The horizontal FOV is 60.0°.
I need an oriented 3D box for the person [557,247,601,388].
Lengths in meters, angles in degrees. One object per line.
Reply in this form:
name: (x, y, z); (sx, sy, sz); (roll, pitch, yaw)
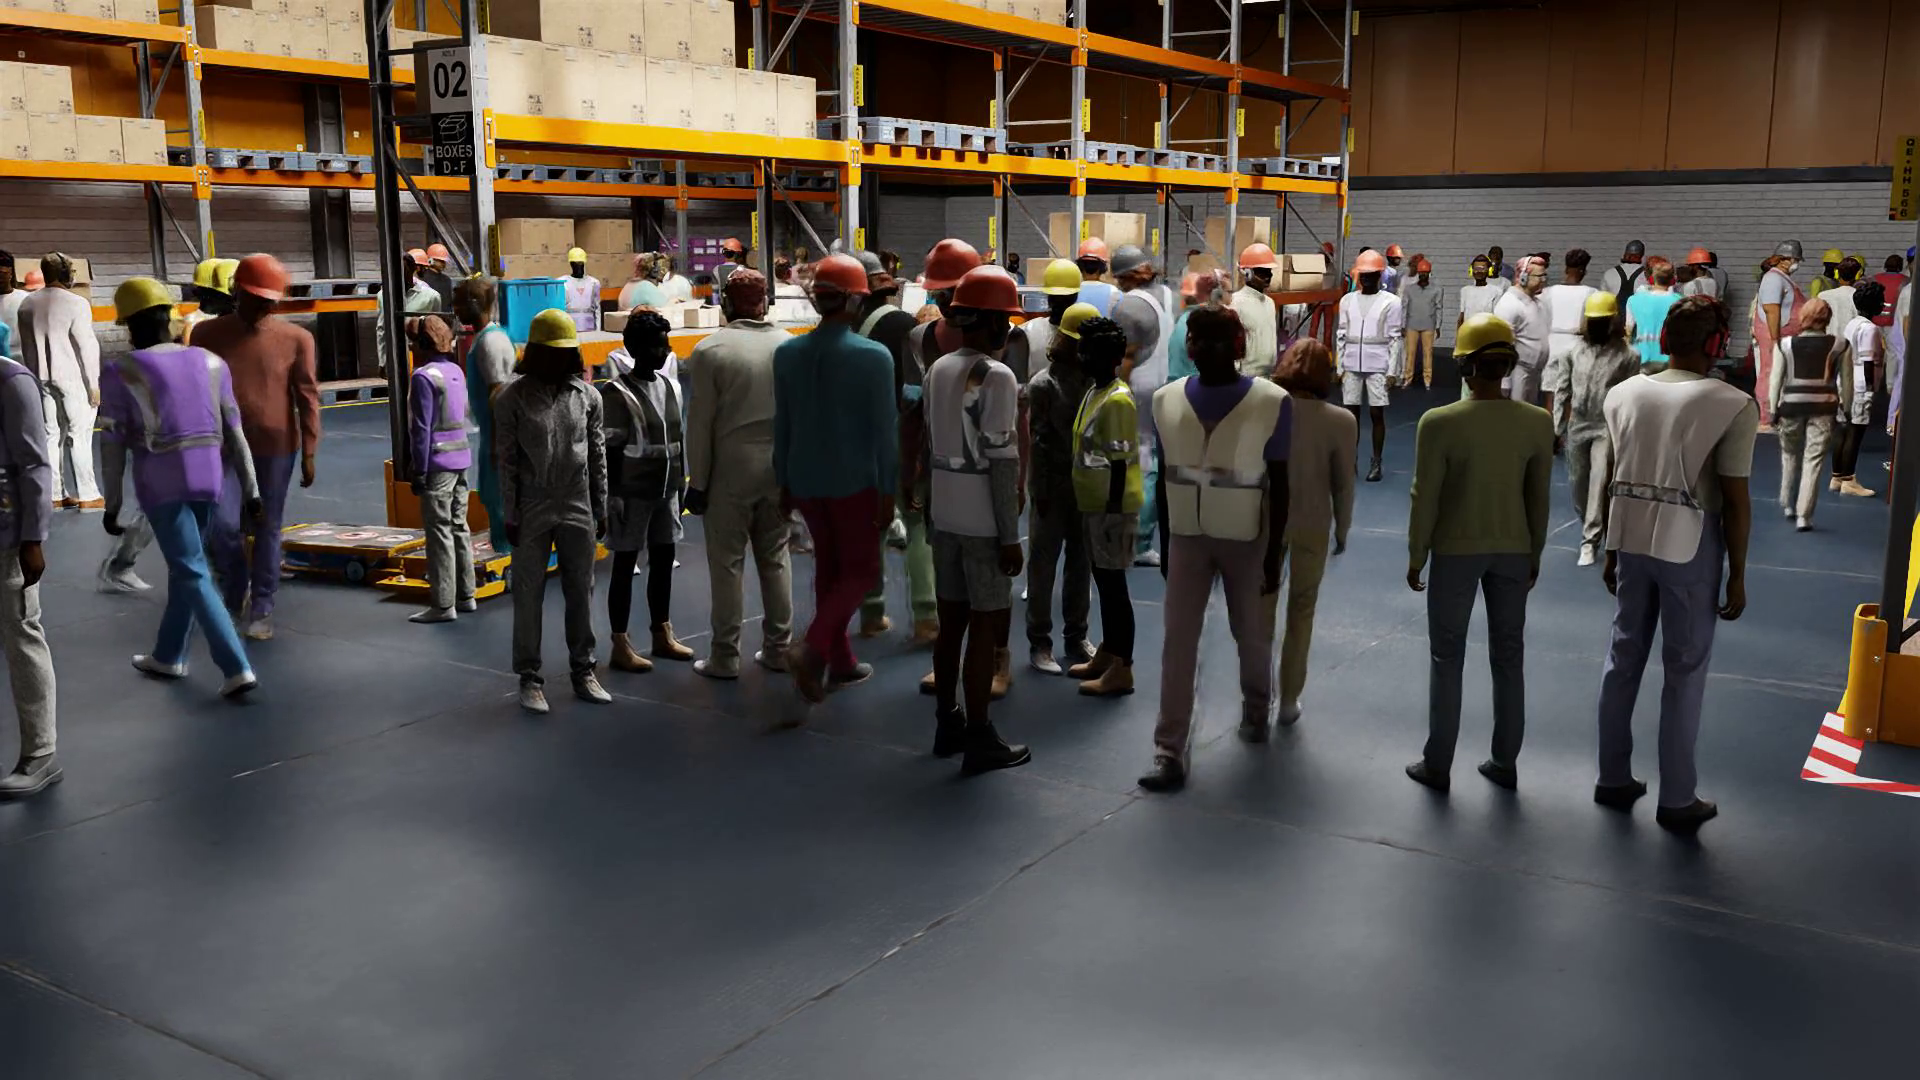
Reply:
person: (-4.635, -2.581, 20.241); (0.587, 1.930, 0.361); (-6, 12, -31)

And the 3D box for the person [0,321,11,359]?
person: (-7.702, -1.179, 12.997); (0.348, 1.740, 0.575); (6, 12, 31)

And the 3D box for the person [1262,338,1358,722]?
person: (1.417, -0.048, 7.074); (0.503, 1.612, 0.493); (4, 11, 20)

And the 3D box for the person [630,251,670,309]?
person: (-2.713, -1.564, 14.622); (0.376, 1.929, 0.625); (-4, 11, -23)

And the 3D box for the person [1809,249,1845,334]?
person: (10.775, -2.660, 20.721); (0.584, 1.918, 0.409); (-8, 13, -38)

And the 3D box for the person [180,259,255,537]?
person: (-4.755, -0.837, 10.657); (0.809, 1.897, 0.639); (0, 10, 2)

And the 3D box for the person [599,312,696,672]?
person: (-1.486, -0.229, 7.872); (0.320, 1.694, 0.533); (7, 12, 34)

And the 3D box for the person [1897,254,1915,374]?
person: (13.393, -3.139, 23.365); (0.374, 1.916, 0.596); (0, 10, -3)

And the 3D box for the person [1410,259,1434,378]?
person: (6.797, -3.330, 24.798); (0.549, 1.797, 0.985); (2, 11, 13)

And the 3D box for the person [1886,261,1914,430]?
person: (10.084, -2.066, 17.664); (0.350, 1.835, 0.519); (7, 12, 33)

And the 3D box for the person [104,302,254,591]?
person: (-4.642, -0.559, 9.733); (0.829, 1.700, 0.490); (-6, 12, -28)

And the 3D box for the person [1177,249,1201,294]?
person: (3.964, -4.070, 28.640); (0.594, 1.866, 0.648); (10, 14, 44)

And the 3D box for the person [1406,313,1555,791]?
person: (1.901, 0.051, 6.133); (0.525, 1.760, 0.341); (-1, 10, -5)

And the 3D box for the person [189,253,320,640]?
person: (-3.572, -0.460, 8.406); (0.648, 1.958, 0.430); (-3, 11, -14)

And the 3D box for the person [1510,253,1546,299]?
person: (8.484, -3.372, 24.909); (0.526, 1.828, 0.469); (5, 11, 26)

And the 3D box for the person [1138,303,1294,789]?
person: (0.999, -0.003, 6.378); (0.572, 1.806, 0.967); (5, 11, 26)

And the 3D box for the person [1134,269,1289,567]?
person: (1.502, -0.735, 10.256); (1.036, 1.842, 0.660); (-2, 10, -11)

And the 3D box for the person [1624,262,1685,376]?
person: (6.341, -1.615, 15.170); (0.585, 1.827, 0.474); (3, 11, 16)

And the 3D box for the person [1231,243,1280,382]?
person: (2.131, -1.153, 12.145); (0.375, 1.995, 0.611); (8, 13, 36)

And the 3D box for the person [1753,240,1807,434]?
person: (8.635, -2.138, 17.476); (0.535, 2.000, 0.674); (5, 12, 27)

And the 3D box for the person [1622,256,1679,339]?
person: (7.671, -2.246, 18.618); (0.593, 1.837, 0.958); (-5, 11, -26)

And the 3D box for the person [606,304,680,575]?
person: (-1.927, -0.615, 10.161); (0.315, 1.636, 0.514); (10, 14, 43)

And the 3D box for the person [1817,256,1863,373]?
person: (8.387, -1.754, 15.824); (0.513, 1.872, 0.328); (6, 12, 31)

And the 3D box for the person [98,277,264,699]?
person: (-3.471, -0.229, 7.414); (0.973, 1.878, 0.607); (6, 12, 30)

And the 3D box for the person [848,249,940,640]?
person: (-0.376, -0.511, 8.460); (0.778, 2.000, 0.539); (6, 12, 31)

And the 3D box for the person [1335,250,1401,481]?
person: (3.419, -1.451, 13.995); (0.552, 1.936, 0.427); (7, 12, 33)

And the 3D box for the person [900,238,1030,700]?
person: (0.005, -0.305, 7.362); (0.613, 2.031, 0.403); (4, 11, 23)

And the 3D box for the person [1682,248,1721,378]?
person: (8.371, -2.346, 18.957); (0.545, 1.933, 0.380); (-6, 12, -31)

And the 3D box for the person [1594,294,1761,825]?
person: (2.461, 0.073, 5.793); (0.388, 1.838, 0.563); (-7, 12, -32)

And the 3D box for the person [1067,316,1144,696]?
person: (0.653, -0.153, 7.459); (0.318, 1.691, 0.537); (-1, 10, -7)

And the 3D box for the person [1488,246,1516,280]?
person: (8.481, -3.698, 26.422); (0.626, 1.933, 0.373); (-1, 10, -6)

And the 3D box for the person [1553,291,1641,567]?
person: (4.041, -0.728, 10.558); (0.495, 1.715, 0.750); (6, 12, 29)

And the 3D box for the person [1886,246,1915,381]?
person: (13.501, -3.210, 23.689); (0.402, 1.943, 0.605); (-1, 10, -4)

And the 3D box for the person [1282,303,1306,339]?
person: (5.140, -3.543, 26.036); (0.527, 1.763, 0.333); (3, 11, 18)
